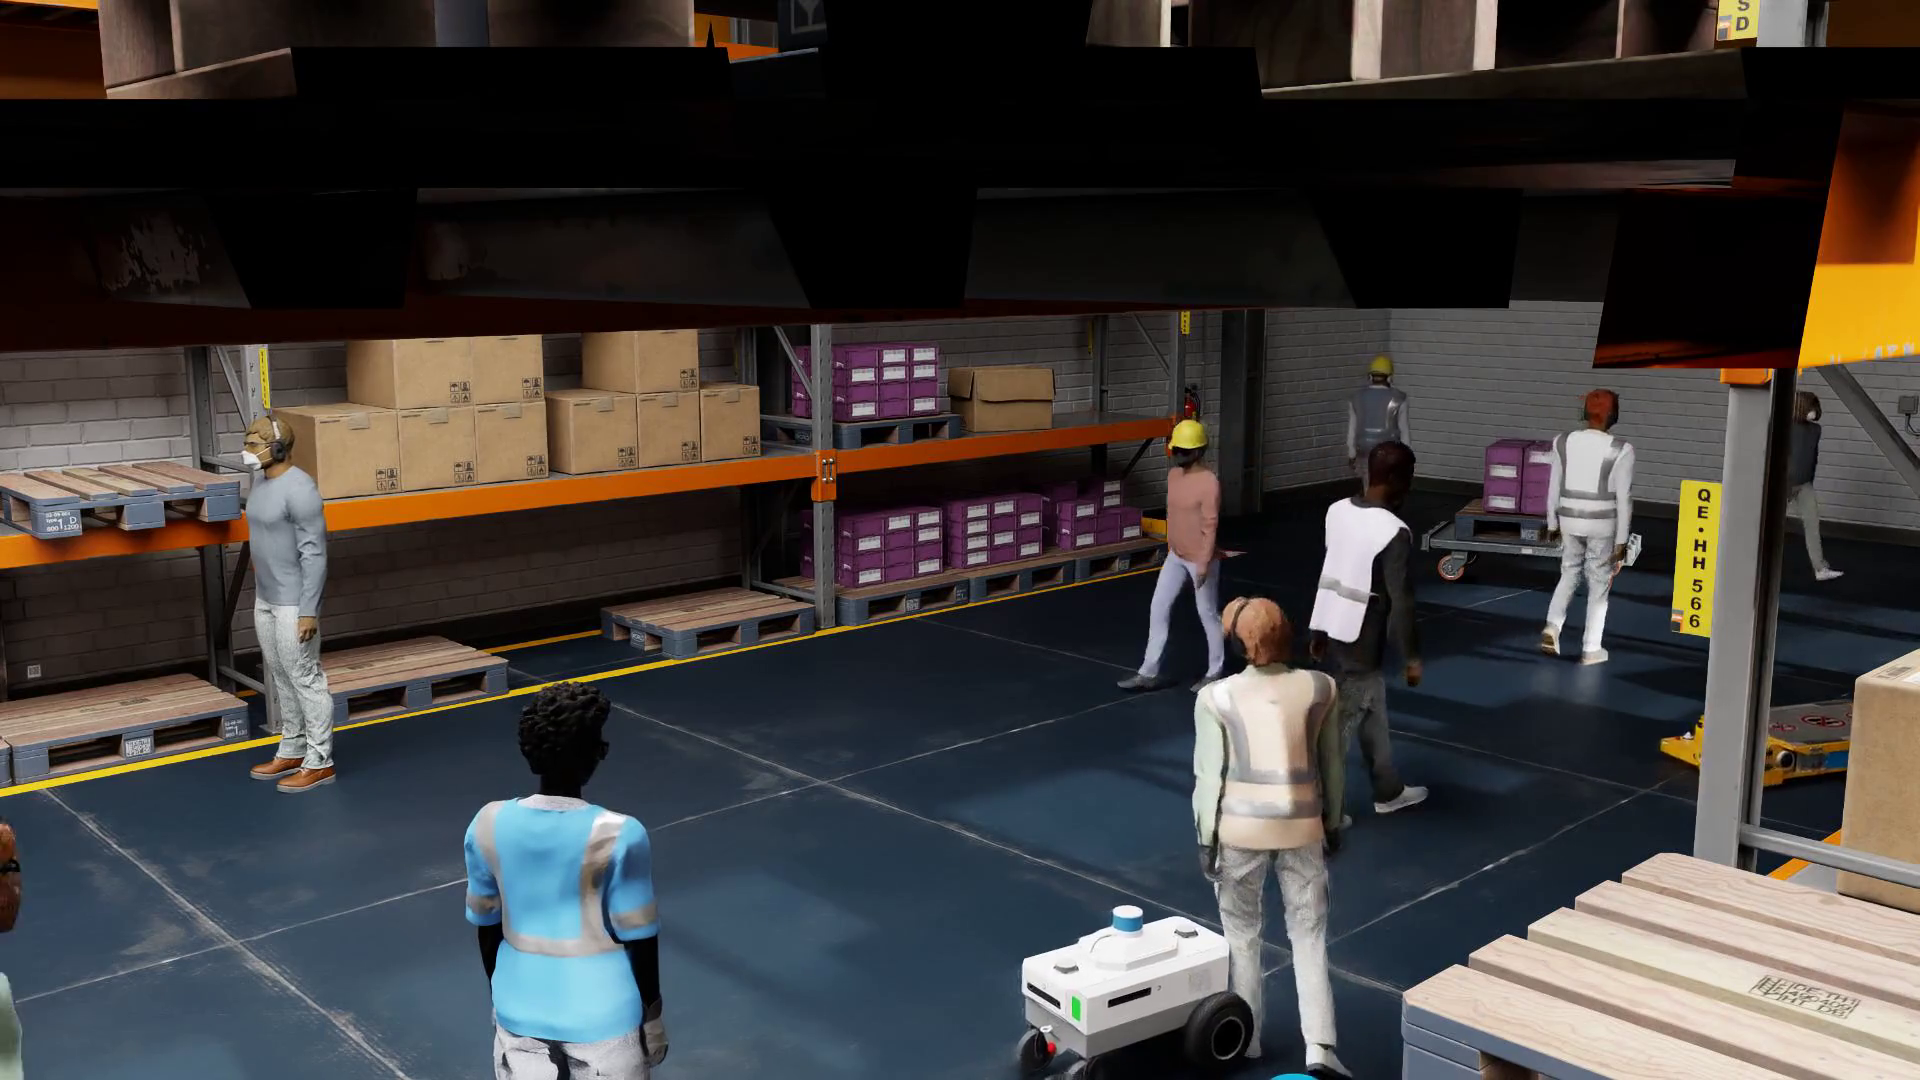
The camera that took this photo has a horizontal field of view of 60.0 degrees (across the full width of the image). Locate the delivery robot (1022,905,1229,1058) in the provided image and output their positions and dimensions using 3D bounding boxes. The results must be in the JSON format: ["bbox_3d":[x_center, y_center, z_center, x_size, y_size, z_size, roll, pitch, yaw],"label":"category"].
[{"bbox_3d":[0.559,1.473,5.584,0.707,0.478,0.477,-6,12,-33],"label":"delivery robot"}]

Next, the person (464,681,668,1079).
[{"bbox_3d":[-0.974,1.190,4.189,0.531,1.692,0.320,3,10,18],"label":"person"}]

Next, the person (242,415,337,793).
[{"bbox_3d":[-3.464,0.322,8.554,0.356,1.938,0.638,-9,14,-44],"label":"person"}]

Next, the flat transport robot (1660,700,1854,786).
[{"bbox_3d":[4.601,1.080,8.989,1.431,0.197,0.652,-3,10,-18],"label":"flat transport robot"}]

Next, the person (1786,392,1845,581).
[{"bbox_3d":[7.090,-0.440,14.008,0.527,1.597,0.806,-4,10,-20],"label":"person"}]

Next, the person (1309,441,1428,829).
[{"bbox_3d":[2.007,0.464,7.893,0.913,1.874,0.611,-3,10,-17],"label":"person"}]

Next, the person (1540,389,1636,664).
[{"bbox_3d":[4.167,-0.073,11.071,0.596,1.868,0.543,9,14,44],"label":"person"}]

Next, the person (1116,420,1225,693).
[{"bbox_3d":[1.347,0.125,10.291,0.812,1.730,0.535,-5,11,-29],"label":"person"}]

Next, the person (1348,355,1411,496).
[{"bbox_3d":[3.973,-0.855,15.836,0.596,1.807,0.740,6,11,32],"label":"person"}]

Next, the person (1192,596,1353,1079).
[{"bbox_3d":[1.044,1.006,5.500,0.535,1.608,0.565,-1,10,-5],"label":"person"}]

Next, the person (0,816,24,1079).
[{"bbox_3d":[-2.015,1.350,3.480,0.533,1.602,0.614,7,12,34],"label":"person"}]
